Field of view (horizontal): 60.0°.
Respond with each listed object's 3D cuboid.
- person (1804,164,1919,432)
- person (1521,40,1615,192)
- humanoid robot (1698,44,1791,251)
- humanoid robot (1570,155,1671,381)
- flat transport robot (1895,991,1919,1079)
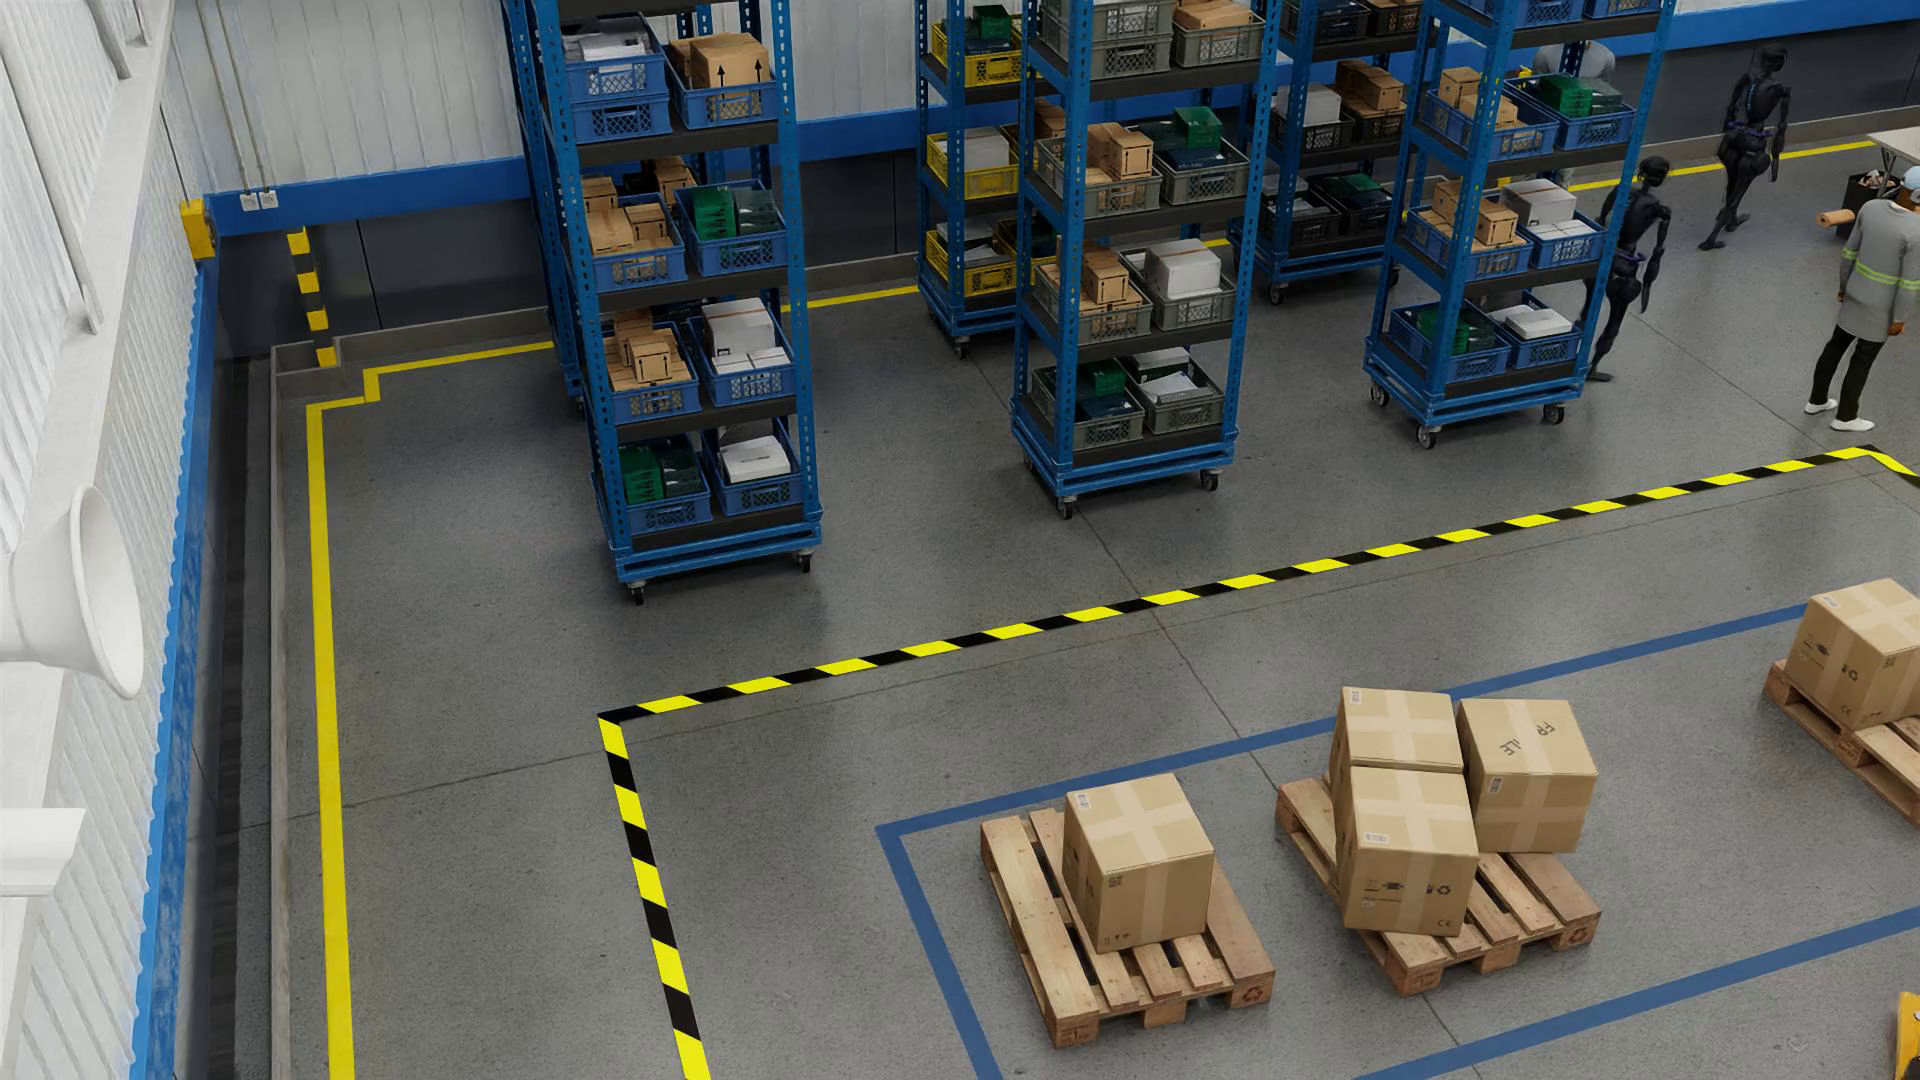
[{"bbox_3d":[6.031,-1.595,10.947,0.405,1.848,0.589,-11,37,-15],"label":"person"},{"bbox_3d":[4.783,-3.277,13.255,0.630,1.939,0.371,4,35,5],"label":"person"},{"bbox_3d":[6.356,-3.163,13.336,0.712,1.631,0.601,-17,38,-22],"label":"humanoid robot"},{"bbox_3d":[4.514,-1.863,11.474,0.395,1.640,0.602,-21,40,-27],"label":"humanoid robot"},{"bbox_3d":[4.628,2.296,6.775,1.431,0.197,0.652,16,38,21],"label":"flat transport robot"}]
